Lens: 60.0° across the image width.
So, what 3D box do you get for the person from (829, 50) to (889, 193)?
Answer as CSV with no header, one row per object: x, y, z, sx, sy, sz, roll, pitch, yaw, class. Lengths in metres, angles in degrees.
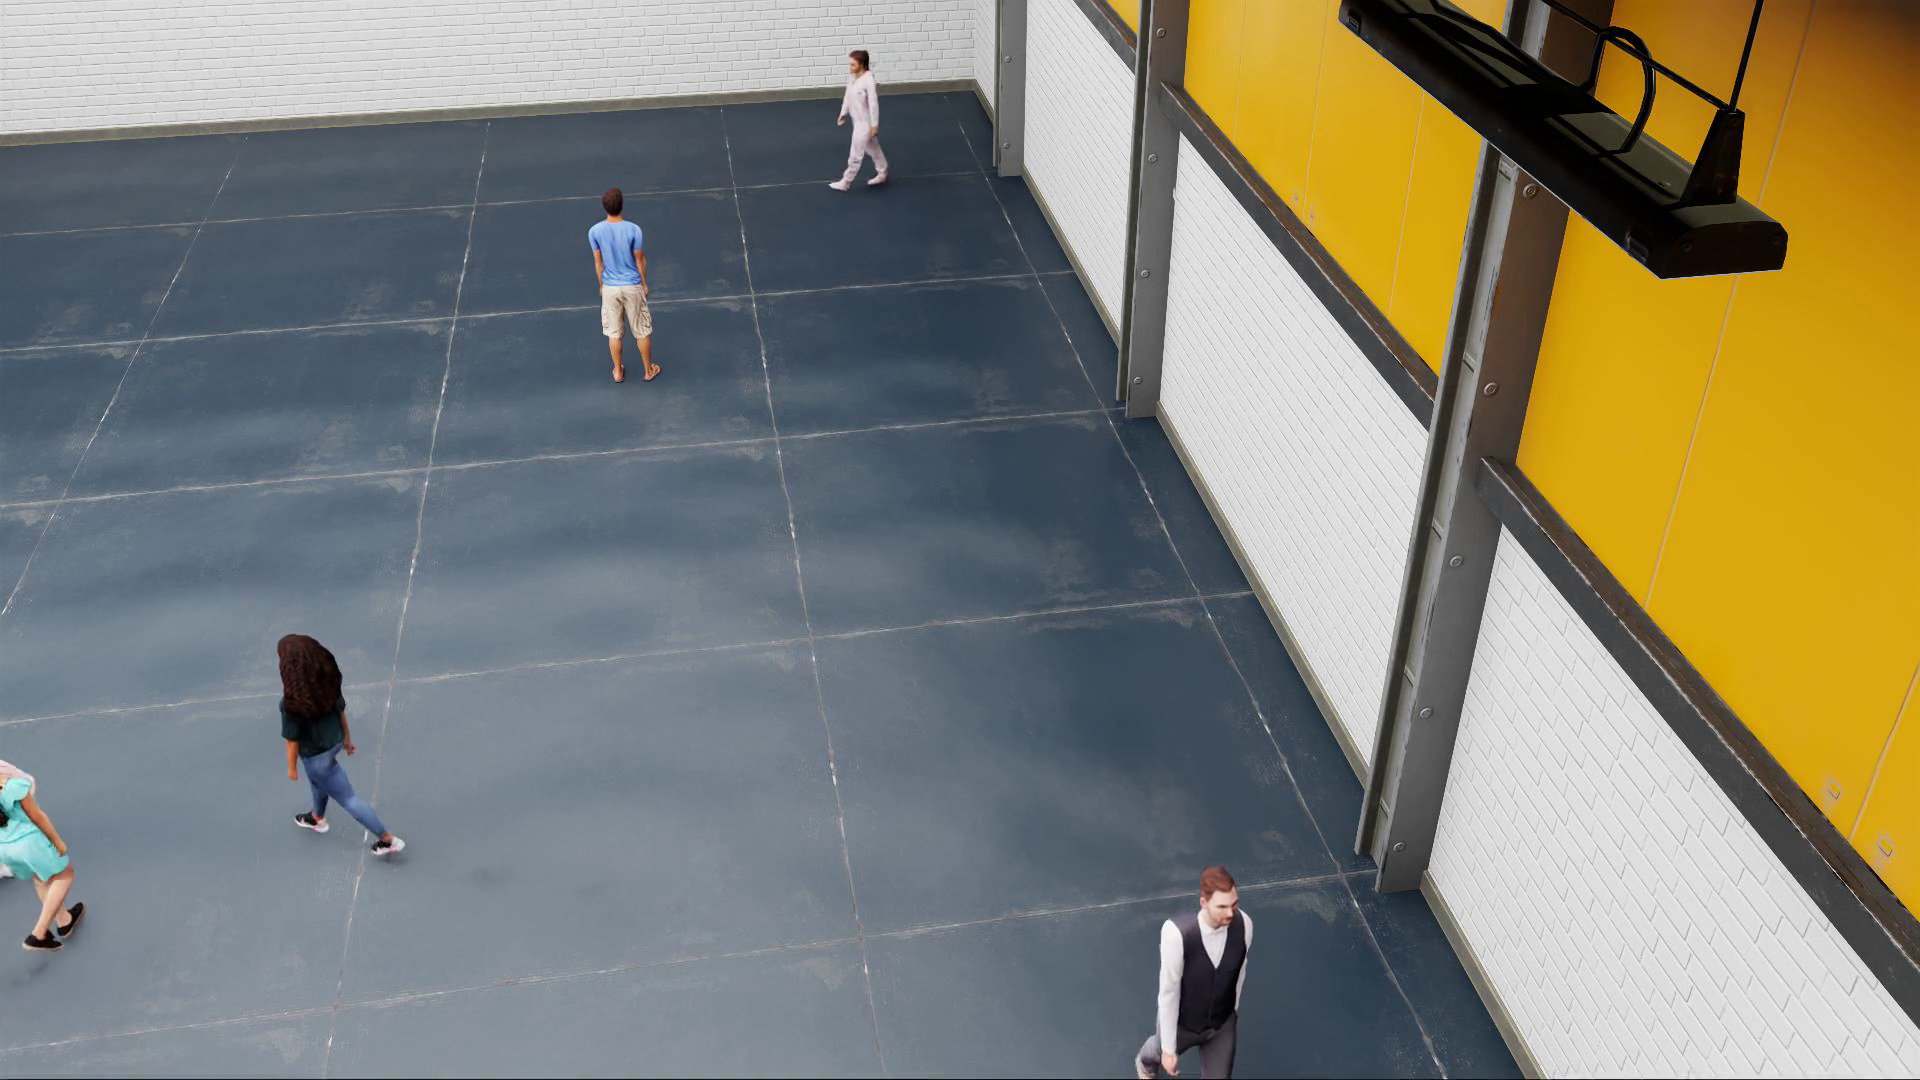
-1.019,-4.859,19.257,0.879,1.641,1.044,-14,36,-20,person

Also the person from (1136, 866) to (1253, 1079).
1.123,2.298,8.245,0.673,1.913,1.208,-7,34,-11,person

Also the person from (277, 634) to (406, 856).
-3.791,1.297,10.057,1.004,1.574,1.104,11,35,16,person

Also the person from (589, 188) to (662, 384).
-3.089,-2.325,15.245,0.667,1.864,0.599,-2,34,-3,person

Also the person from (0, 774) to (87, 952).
-5.329,1.750,9.405,0.661,1.541,0.822,4,34,6,person
